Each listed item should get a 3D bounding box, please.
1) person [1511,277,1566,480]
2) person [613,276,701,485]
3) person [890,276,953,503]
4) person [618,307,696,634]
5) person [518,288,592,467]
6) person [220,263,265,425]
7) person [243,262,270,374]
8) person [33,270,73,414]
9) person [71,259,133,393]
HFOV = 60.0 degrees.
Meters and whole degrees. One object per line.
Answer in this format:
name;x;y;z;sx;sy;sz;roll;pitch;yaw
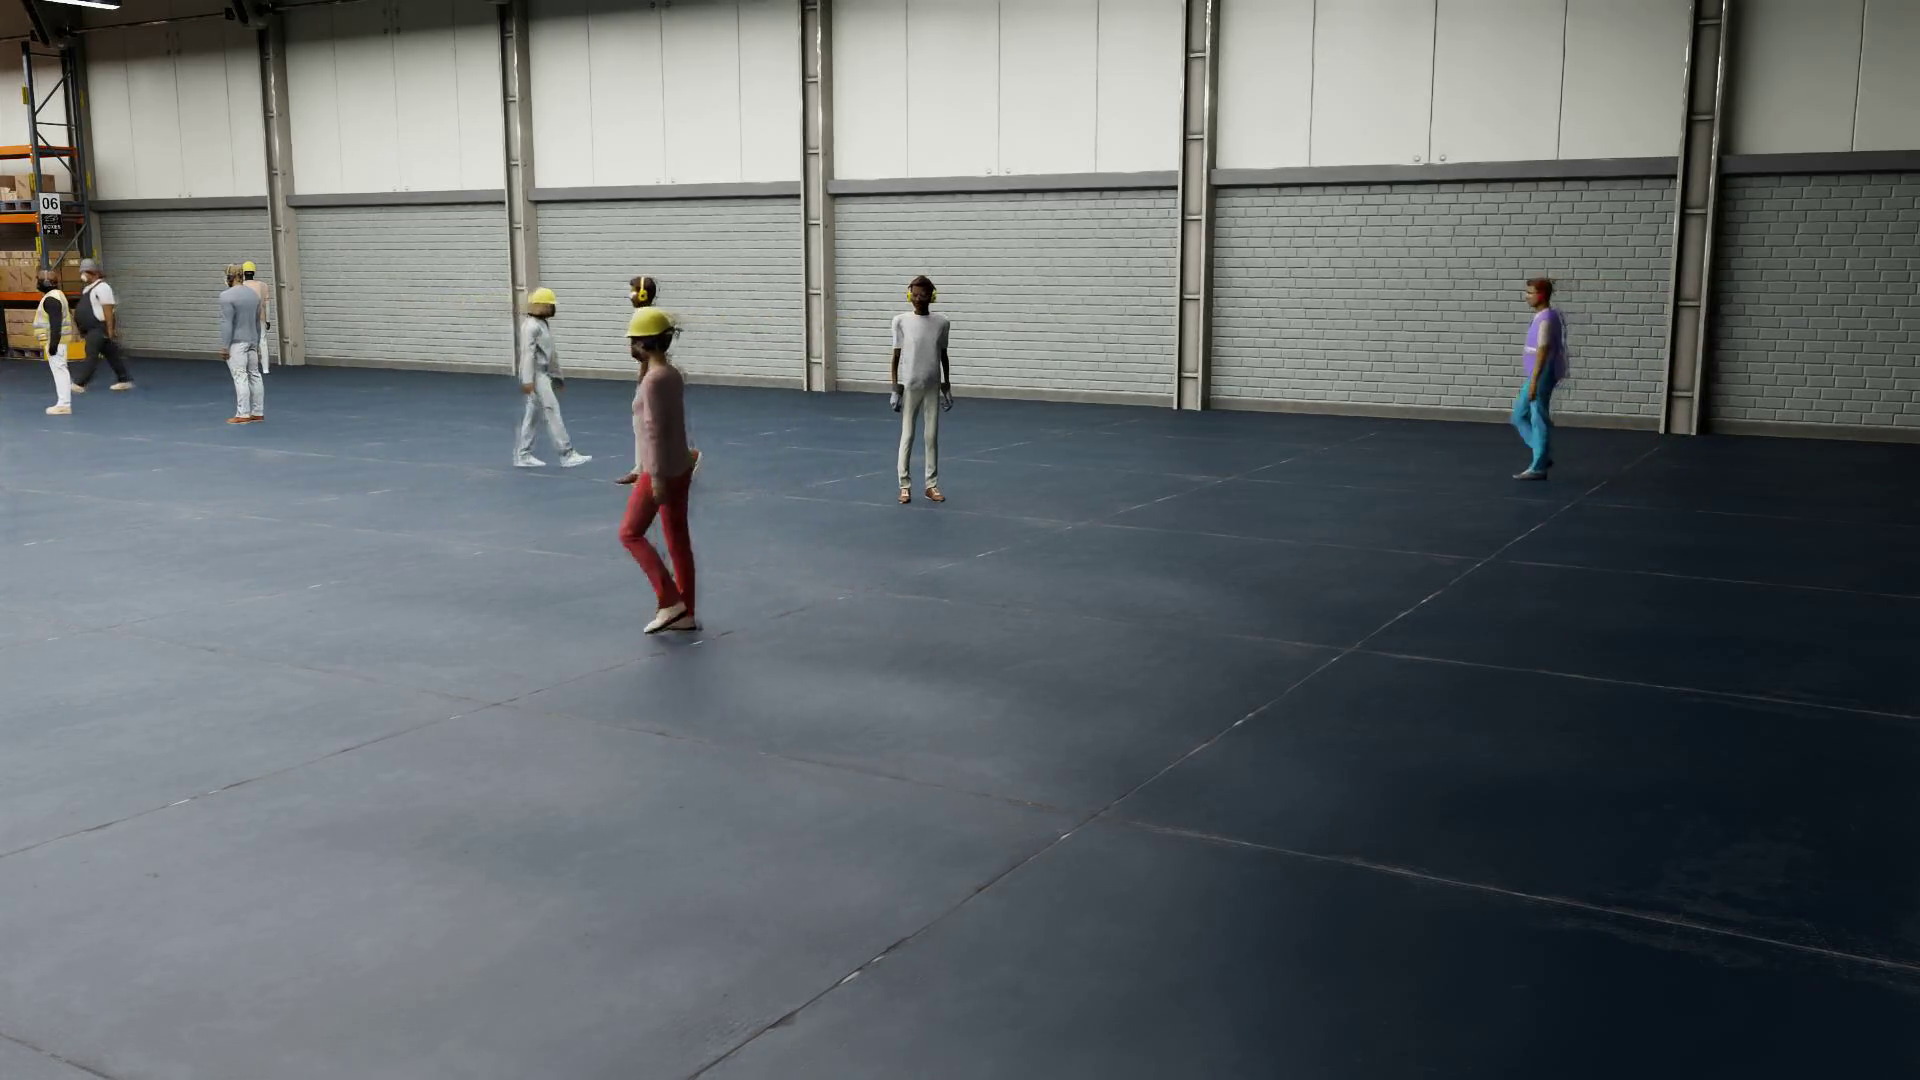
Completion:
person;5.200;-1.437;14.951;0.450;1.830;0.603;2;10;14
person;-2.695;-1.391;14.627;0.710;1.852;0.528;-1;10;-8
person;-0.313;-1.233;13.681;0.532;1.863;0.310;-3;10;-16
person;-1.603;-0.357;8.878;0.400;1.755;0.524;2;10;10
person;-3.896;-1.544;15.922;0.837;1.702;0.515;0;10;2
person;-8.650;-2.353;20.036;0.355;1.935;0.628;2;10;13
person;-12.073;-3.776;28.380;0.585;1.927;0.366;-7;12;-36
person;-11.654;-2.538;21.382;0.429;1.841;0.633;-4;11;-25
person;-12.935;-3.229;24.842;1.035;2.000;0.700;-9;13;-42
